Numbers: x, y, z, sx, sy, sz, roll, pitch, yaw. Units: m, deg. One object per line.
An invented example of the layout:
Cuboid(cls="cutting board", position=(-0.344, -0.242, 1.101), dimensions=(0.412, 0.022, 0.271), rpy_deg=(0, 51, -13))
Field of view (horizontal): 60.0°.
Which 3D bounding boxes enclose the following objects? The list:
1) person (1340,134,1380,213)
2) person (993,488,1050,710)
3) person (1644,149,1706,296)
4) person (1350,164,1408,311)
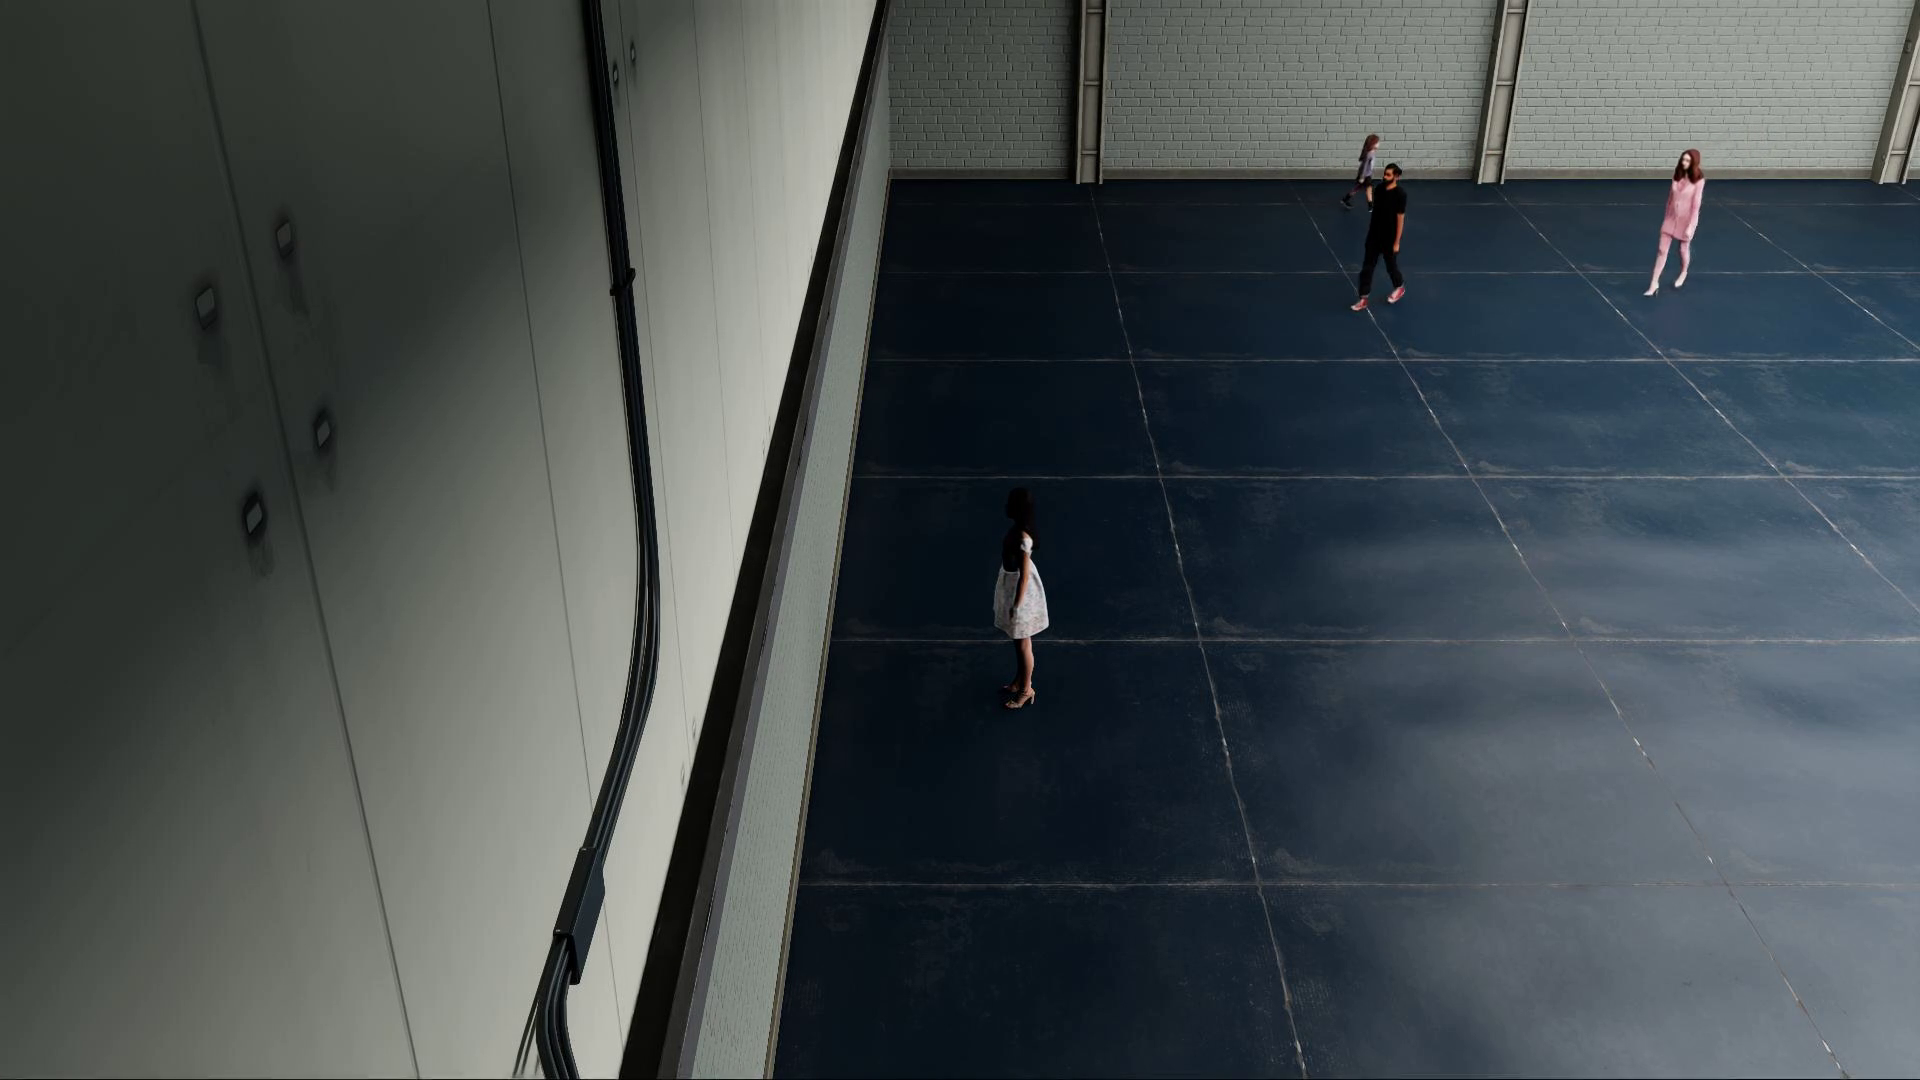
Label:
Cuboid(cls="person", position=(5.639, -5.167, 23.394), dimensions=(0.866, 1.084, 0.667), rpy_deg=(12, 30, 21))
Cuboid(cls="person", position=(0.434, 0.420, 12.168), dimensions=(0.609, 1.775, 0.629), rpy_deg=(0, 28, 0))
Cuboid(cls="person", position=(8.803, -3.844, 20.196), dimensions=(1.178, 1.753, 1.076), rpy_deg=(-22, 35, -35))
Cuboid(cls="person", position=(5.101, -3.607, 19.773), dimensions=(1.197, 1.733, 1.078), rpy_deg=(-21, 35, -34))
